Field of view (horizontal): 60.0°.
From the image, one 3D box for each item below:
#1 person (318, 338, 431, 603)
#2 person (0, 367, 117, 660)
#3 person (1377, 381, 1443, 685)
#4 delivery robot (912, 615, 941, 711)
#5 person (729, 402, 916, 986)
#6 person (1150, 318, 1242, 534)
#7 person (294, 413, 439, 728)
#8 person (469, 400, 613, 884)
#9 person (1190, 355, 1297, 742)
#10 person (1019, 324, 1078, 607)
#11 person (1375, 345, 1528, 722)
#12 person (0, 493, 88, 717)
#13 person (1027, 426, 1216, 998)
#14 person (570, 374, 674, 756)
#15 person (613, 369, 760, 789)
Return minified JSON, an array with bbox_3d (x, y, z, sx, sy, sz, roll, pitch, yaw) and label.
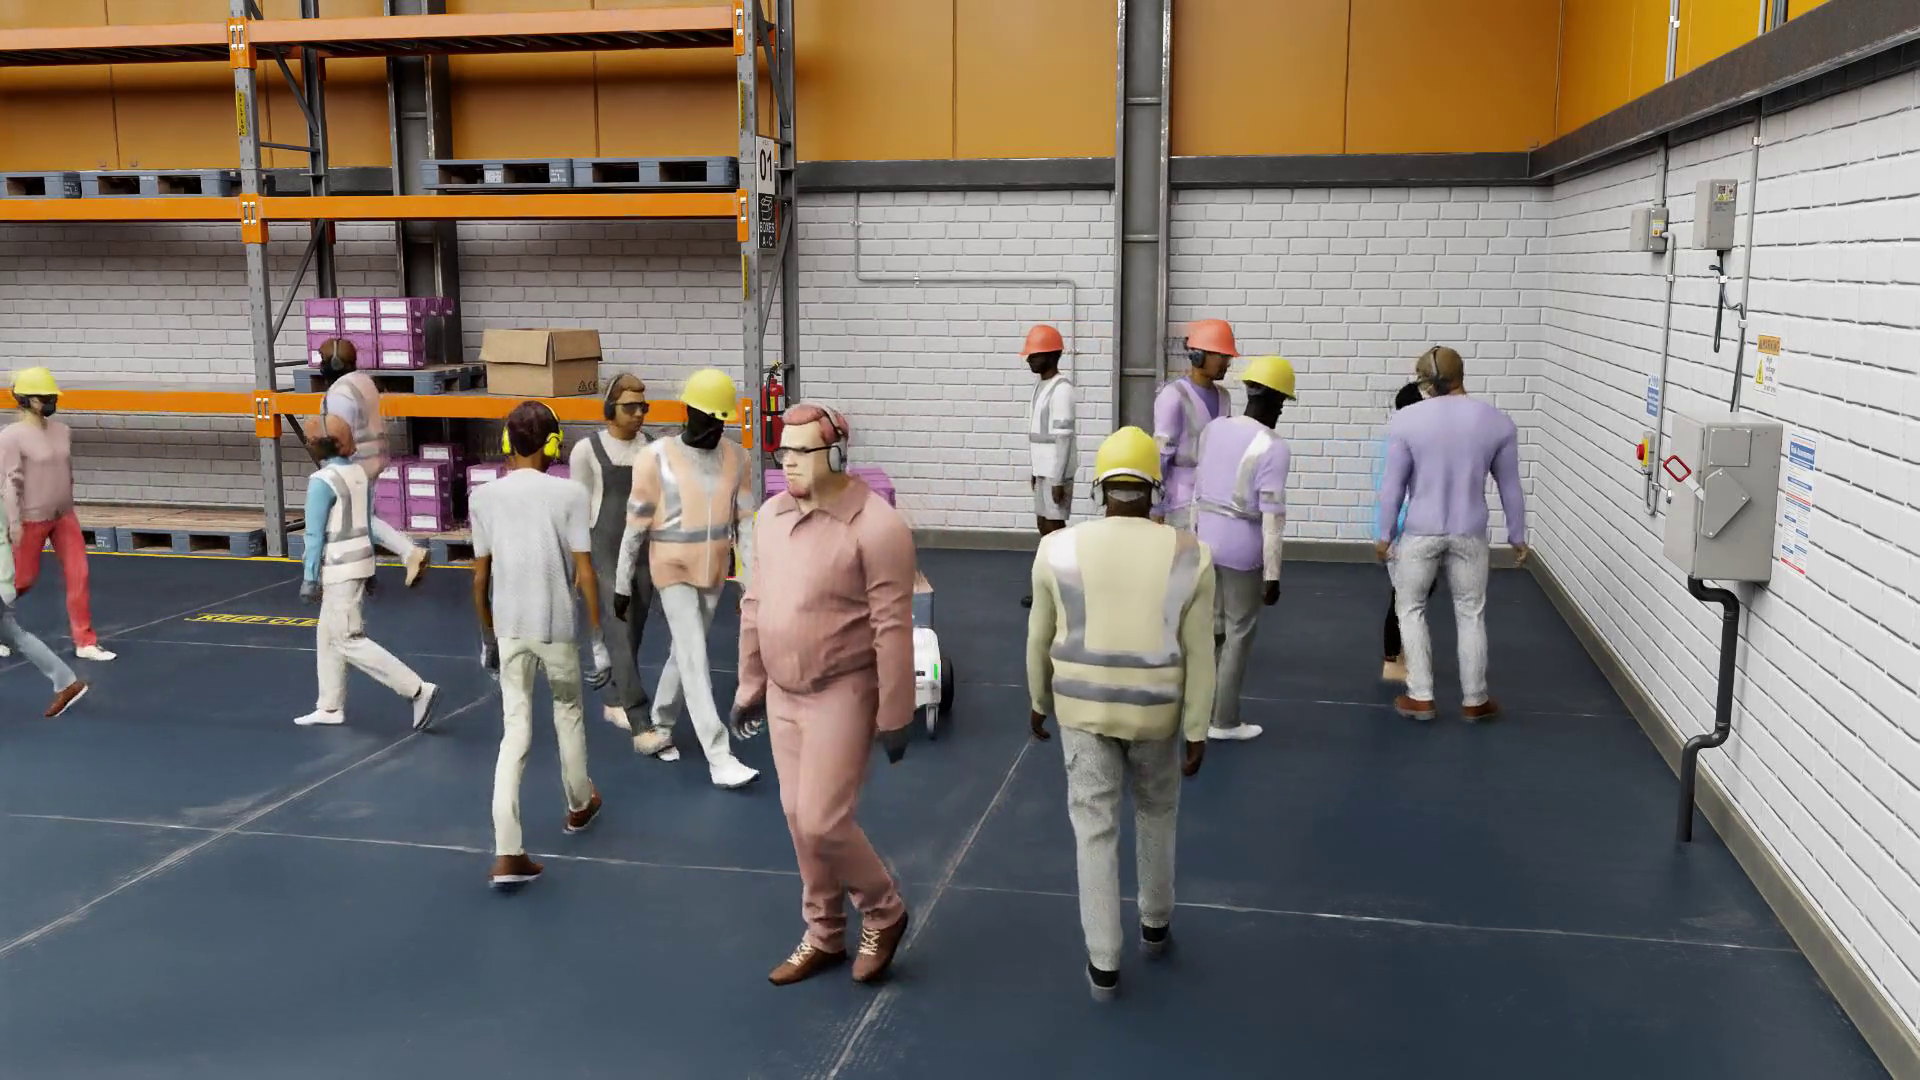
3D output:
[{"bbox_3d":[-4.060,-0.470,11.377,0.634,1.828,0.639,0,9,-2],"label":"person"},{"bbox_3d":[-5.408,-0.147,9.708,0.811,1.740,0.530,2,10,15],"label":"person"},{"bbox_3d":[2.525,-0.026,9.142,0.457,1.682,0.547,1,10,8],"label":"person"},{"bbox_3d":[-0.274,0.618,8.368,0.477,0.478,0.707,0,9,-3],"label":"delivery robot"},{"bbox_3d":[-0.458,0.507,5.302,0.423,1.893,0.654,-9,13,-44],"label":"person"},{"bbox_3d":[1.322,-0.223,9.294,0.455,2.020,0.632,7,12,38],"label":"person"},{"bbox_3d":[-2.970,0.166,8.203,0.723,1.606,0.508,0,9,-1],"label":"person"},{"bbox_3d":[-1.618,0.368,6.437,0.556,1.811,1.006,0,9,2],"label":"person"},{"bbox_3d":[1.297,0.065,7.958,0.615,1.890,0.635,-5,11,-30],"label":"person"},{"bbox_3d":[0.578,-0.467,11.078,0.397,1.928,0.567,-2,10,-13],"label":"person"},{"bbox_3d":[2.486,-0.014,8.387,0.760,1.919,0.391,1,9,4],"label":"person"},{"bbox_3d":[-4.797,0.169,8.226,0.501,1.592,0.845,9,13,44],"label":"person"},{"bbox_3d":[0.518,0.528,5.454,0.596,1.802,0.749,1,9,4],"label":"person"},{"bbox_3d":[-1.587,0.102,8.039,0.534,1.799,0.883,-8,12,-39],"label":"person"},{"bbox_3d":[-1.204,0.156,7.517,0.632,1.860,0.998,-9,13,-42],"label":"person"}]
